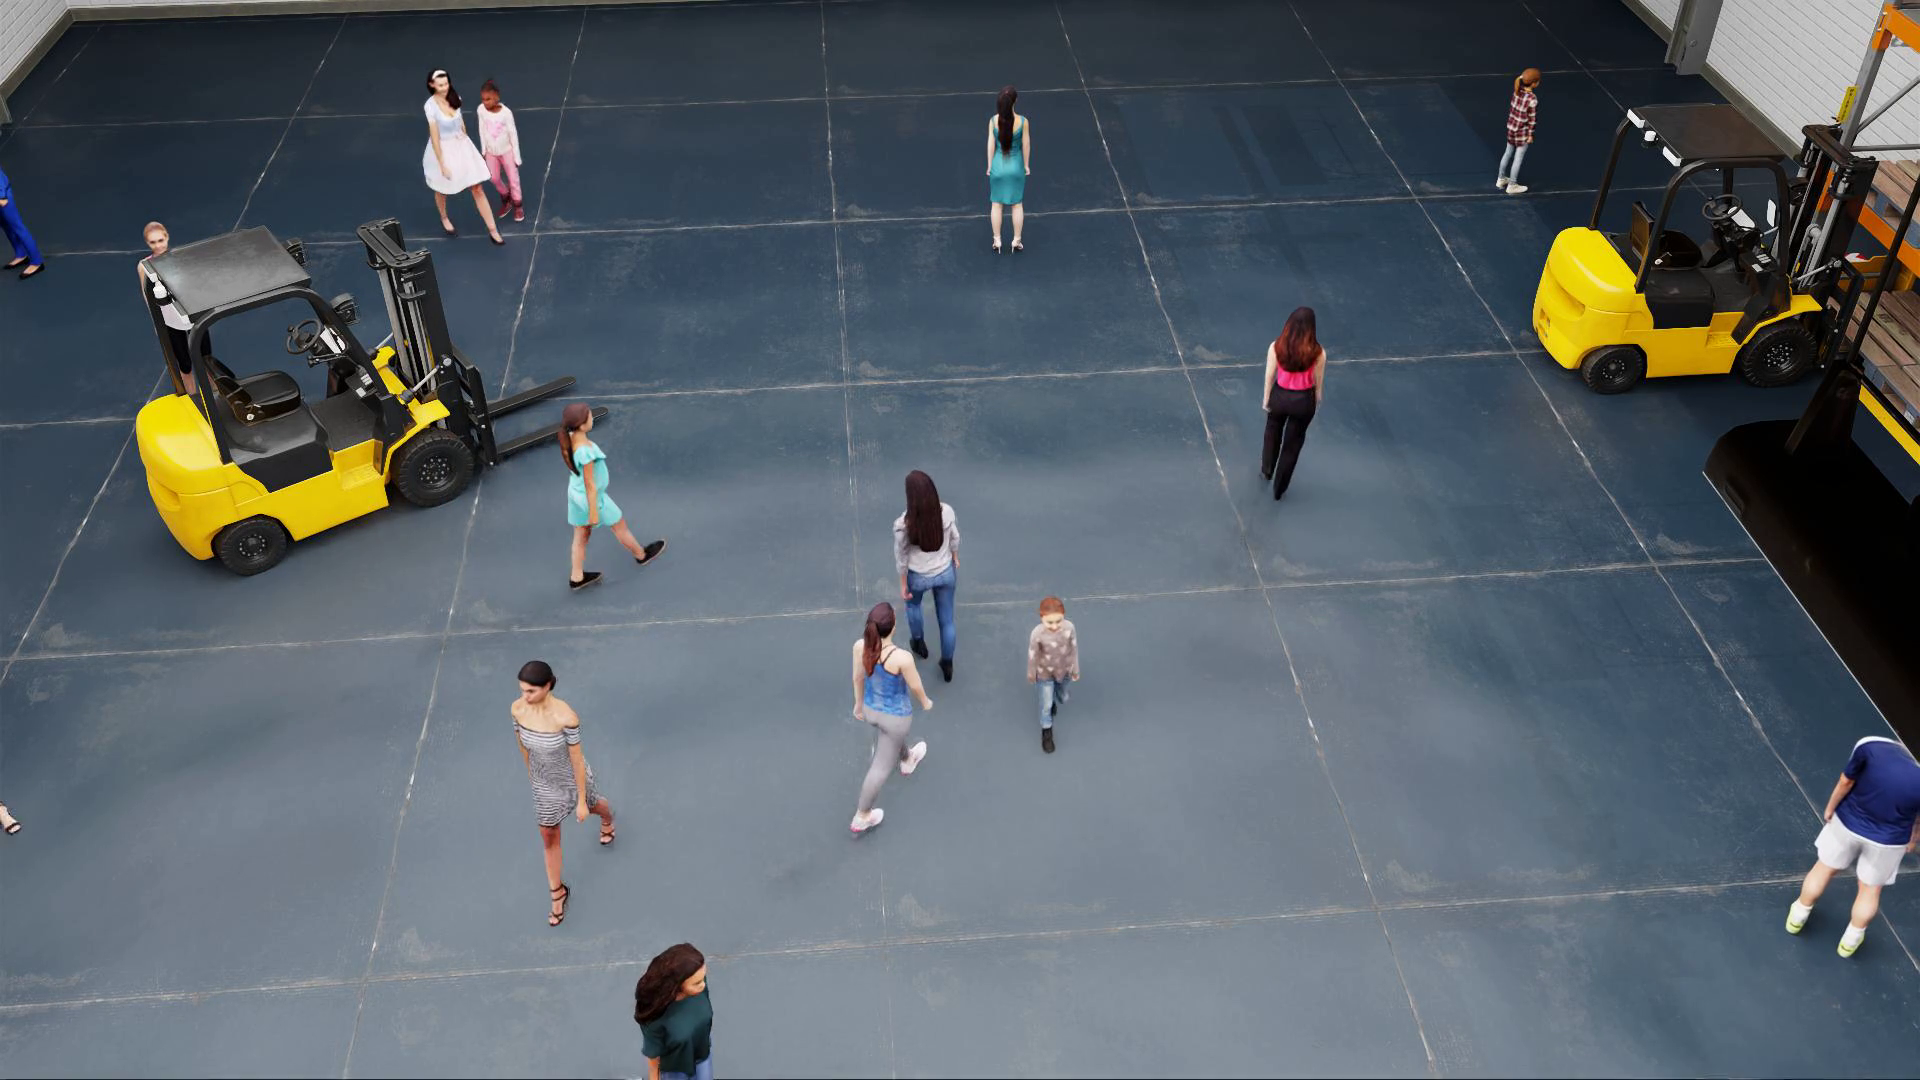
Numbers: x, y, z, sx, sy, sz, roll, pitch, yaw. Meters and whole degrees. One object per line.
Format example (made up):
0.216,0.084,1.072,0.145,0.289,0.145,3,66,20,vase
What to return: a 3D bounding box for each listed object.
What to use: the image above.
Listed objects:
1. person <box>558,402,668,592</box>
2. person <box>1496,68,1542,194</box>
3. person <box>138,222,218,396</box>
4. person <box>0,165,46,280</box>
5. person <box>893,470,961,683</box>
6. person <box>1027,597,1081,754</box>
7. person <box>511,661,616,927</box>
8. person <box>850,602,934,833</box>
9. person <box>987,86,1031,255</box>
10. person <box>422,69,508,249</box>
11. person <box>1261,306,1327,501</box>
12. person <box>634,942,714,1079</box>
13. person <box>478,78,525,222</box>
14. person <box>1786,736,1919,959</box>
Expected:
-2.714,-0.276,11.883,0.951,1.524,1.010,-24,45,-27,person
5.708,-4.186,16.953,0.647,1.306,0.542,-14,41,-17,person
-6.331,-1.789,13.567,0.679,1.787,0.668,-21,43,-24,person
-8.986,-3.272,15.494,0.703,1.700,0.757,26,46,29,person
-0.182,0.296,11.106,0.741,1.601,0.796,-9,39,-11,person
0.596,0.810,10.794,0.553,1.187,0.704,-9,39,-11,person
-2.247,1.343,9.651,0.822,1.780,1.135,8,39,10,person
-0.487,1.105,10.116,1.006,1.571,1.122,24,44,27,person
0.450,-3.519,15.813,0.587,1.686,0.517,2,39,2,person
-4.927,-3.655,15.925,1.225,1.760,1.169,27,46,30,person
2.516,-1.000,12.694,0.727,1.643,0.793,15,41,18,person
-1.447,2.541,8.296,0.899,1.599,0.841,30,48,32,person
-4.538,-3.895,16.478,0.649,1.445,0.612,7,39,8,person
5.091,1.600,9.287,0.707,1.832,0.754,25,45,28,person
